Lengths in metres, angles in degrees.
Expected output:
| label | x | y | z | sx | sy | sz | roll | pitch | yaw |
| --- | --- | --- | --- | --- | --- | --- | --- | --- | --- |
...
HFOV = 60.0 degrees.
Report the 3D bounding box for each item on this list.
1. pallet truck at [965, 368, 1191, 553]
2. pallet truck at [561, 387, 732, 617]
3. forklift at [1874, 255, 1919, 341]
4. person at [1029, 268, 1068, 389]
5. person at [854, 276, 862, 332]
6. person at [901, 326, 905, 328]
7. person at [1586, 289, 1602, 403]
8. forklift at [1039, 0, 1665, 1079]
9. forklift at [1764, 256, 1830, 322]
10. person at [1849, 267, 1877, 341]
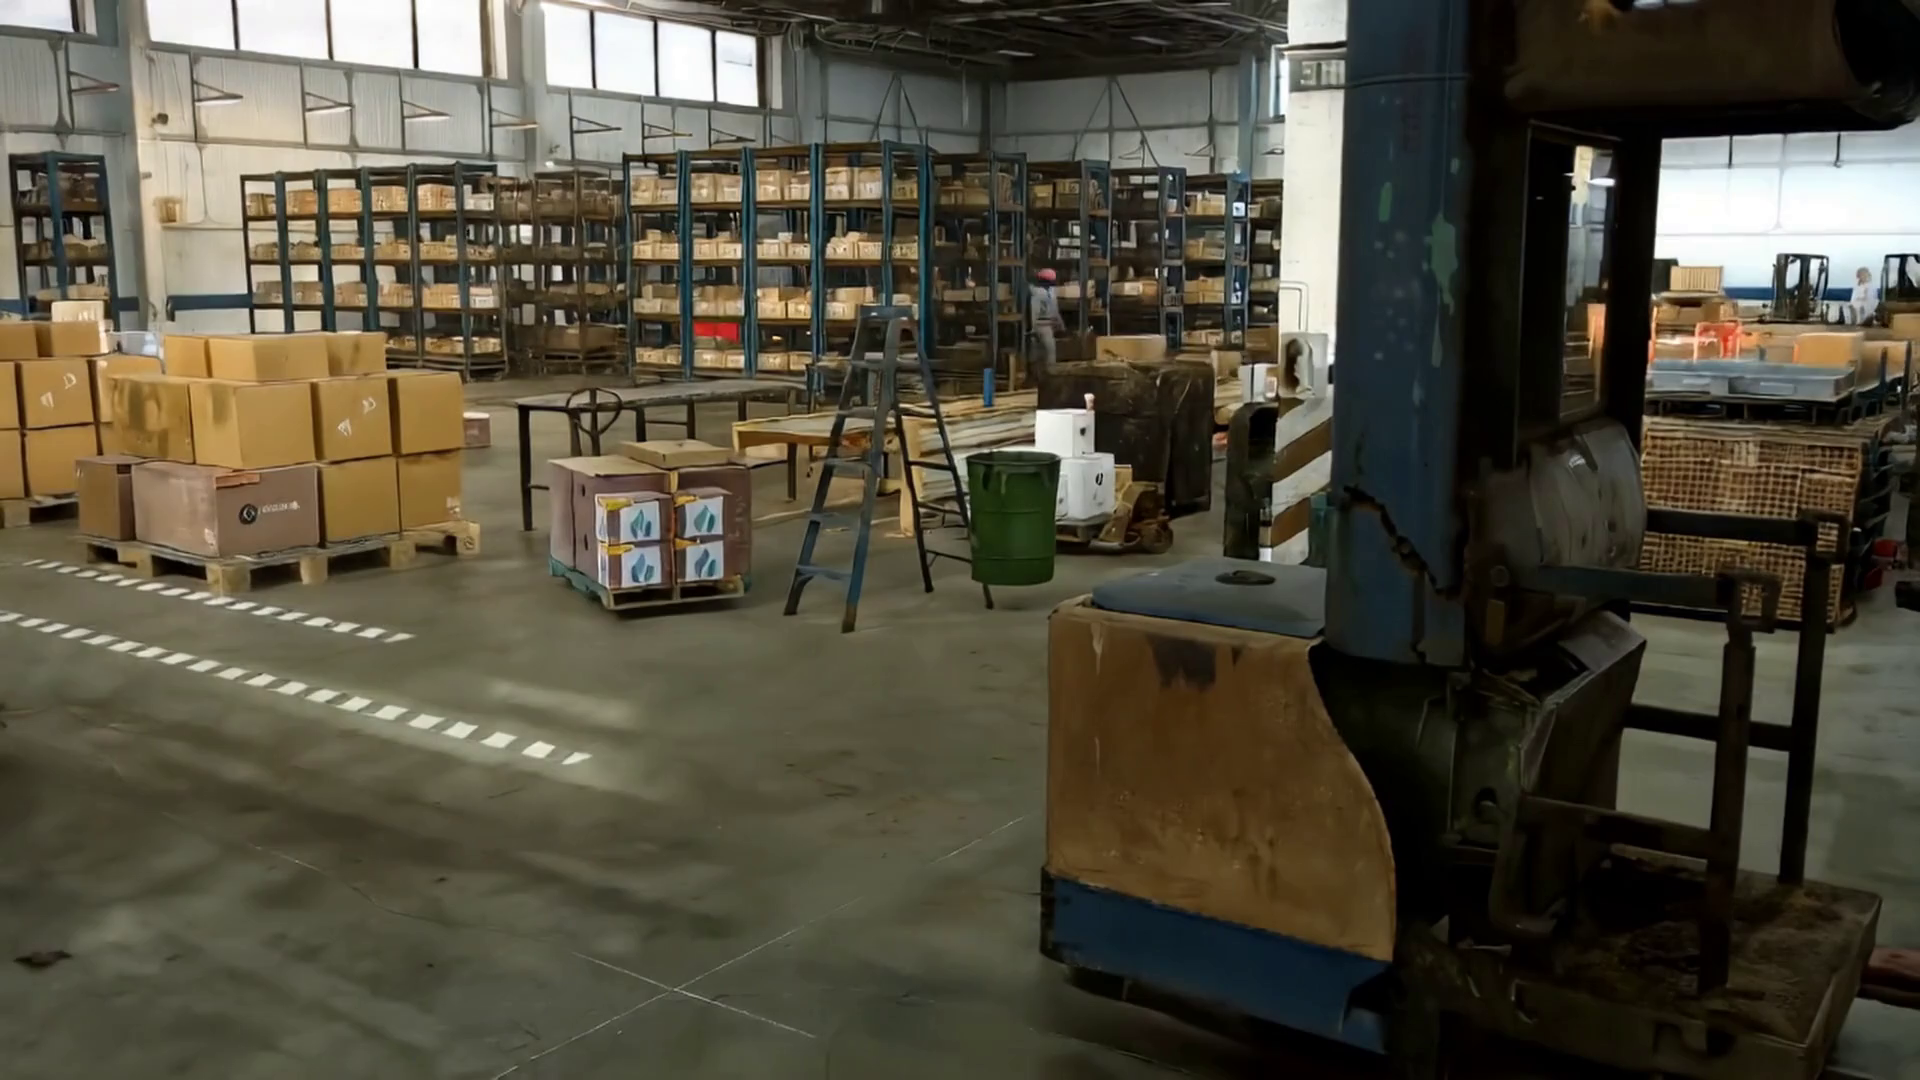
| label | x | y | z | sx | sy | sz | roll | pitch | yaw |
| --- | --- | --- | --- | --- | --- | --- | --- | --- | --- |
| pallet truck | 0.845 | -0.609 | 11.869 | 1.630 | 1.274 | 0.653 | 7 | 12 | 35 |
| pallet truck | -1.981 | -0.274 | 10.088 | 0.680 | 1.201 | 1.601 | -5 | 11 | -28 |
| forklift | 22.089 | -5.634 | 38.796 | 1.157 | 1.987 | 2.680 | 6 | 11 | 33 |
| person | 1.437 | -3.304 | 26.109 | 0.860 | 1.908 | 0.605 | 5 | 11 | 26 |
| person | -2.103 | -4.613 | 34.286 | 0.611 | 1.786 | 0.941 | 5 | 11 | 28 |
| person | -1.372 | -4.963 | 36.174 | 0.571 | 1.843 | 0.373 | -3 | 10 | -16 |
| person | 9.092 | -2.780 | 23.410 | 0.525 | 1.769 | 0.327 | 5 | 11 | 27 |
| forklift | 1.249 | -0.137 | 4.360 | 1.873 | 2.768 | 1.129 | 7 | 12 | 35 |
| forklift | 20.253 | -5.854 | 40.139 | 1.157 | 1.987 | 2.680 | 7 | 12 | 35 |
| person | 17.518 | -4.358 | 32.401 | 0.401 | 1.904 | 0.646 | 0 | 10 | -2 |
